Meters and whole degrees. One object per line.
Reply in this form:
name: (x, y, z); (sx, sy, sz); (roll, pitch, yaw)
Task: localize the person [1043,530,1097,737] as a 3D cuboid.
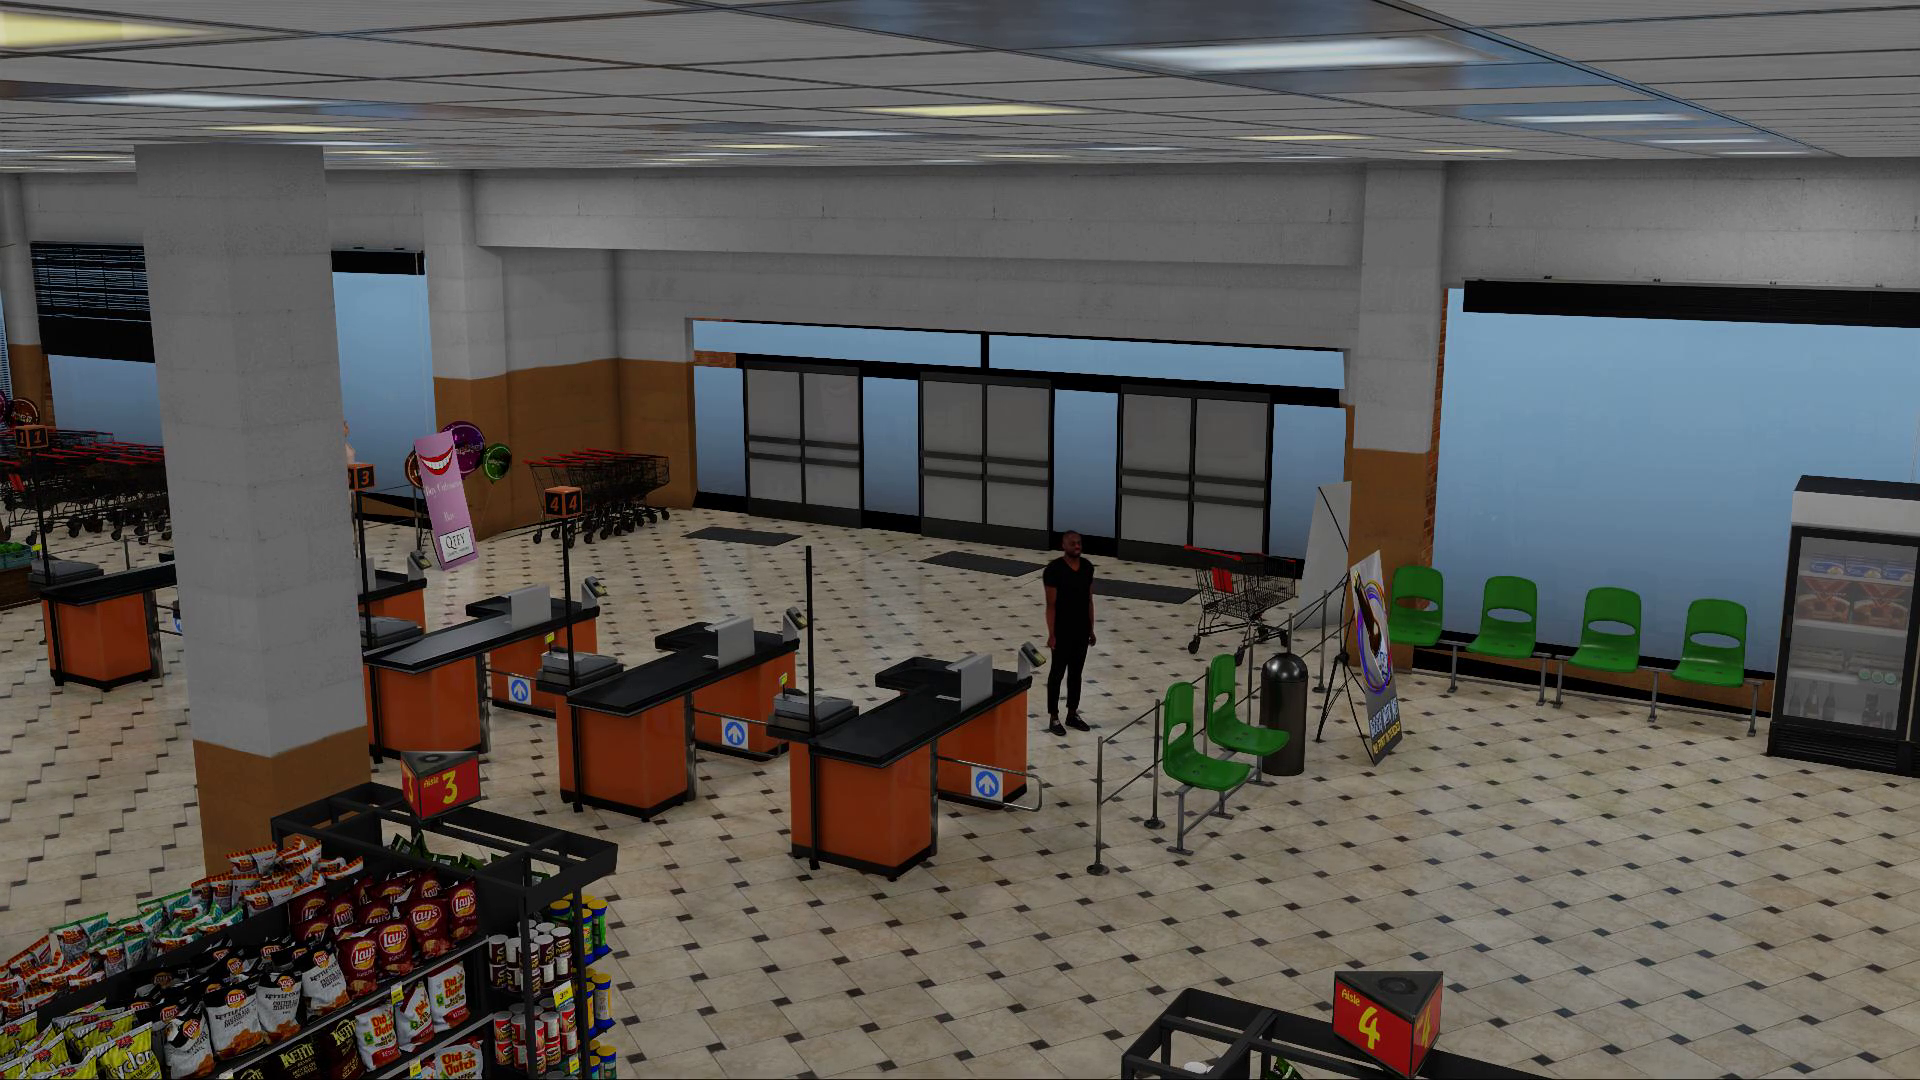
person: (0.964, 0.801, 14.732); (0.686, 1.819, 0.810); (-7, 14, -29)
